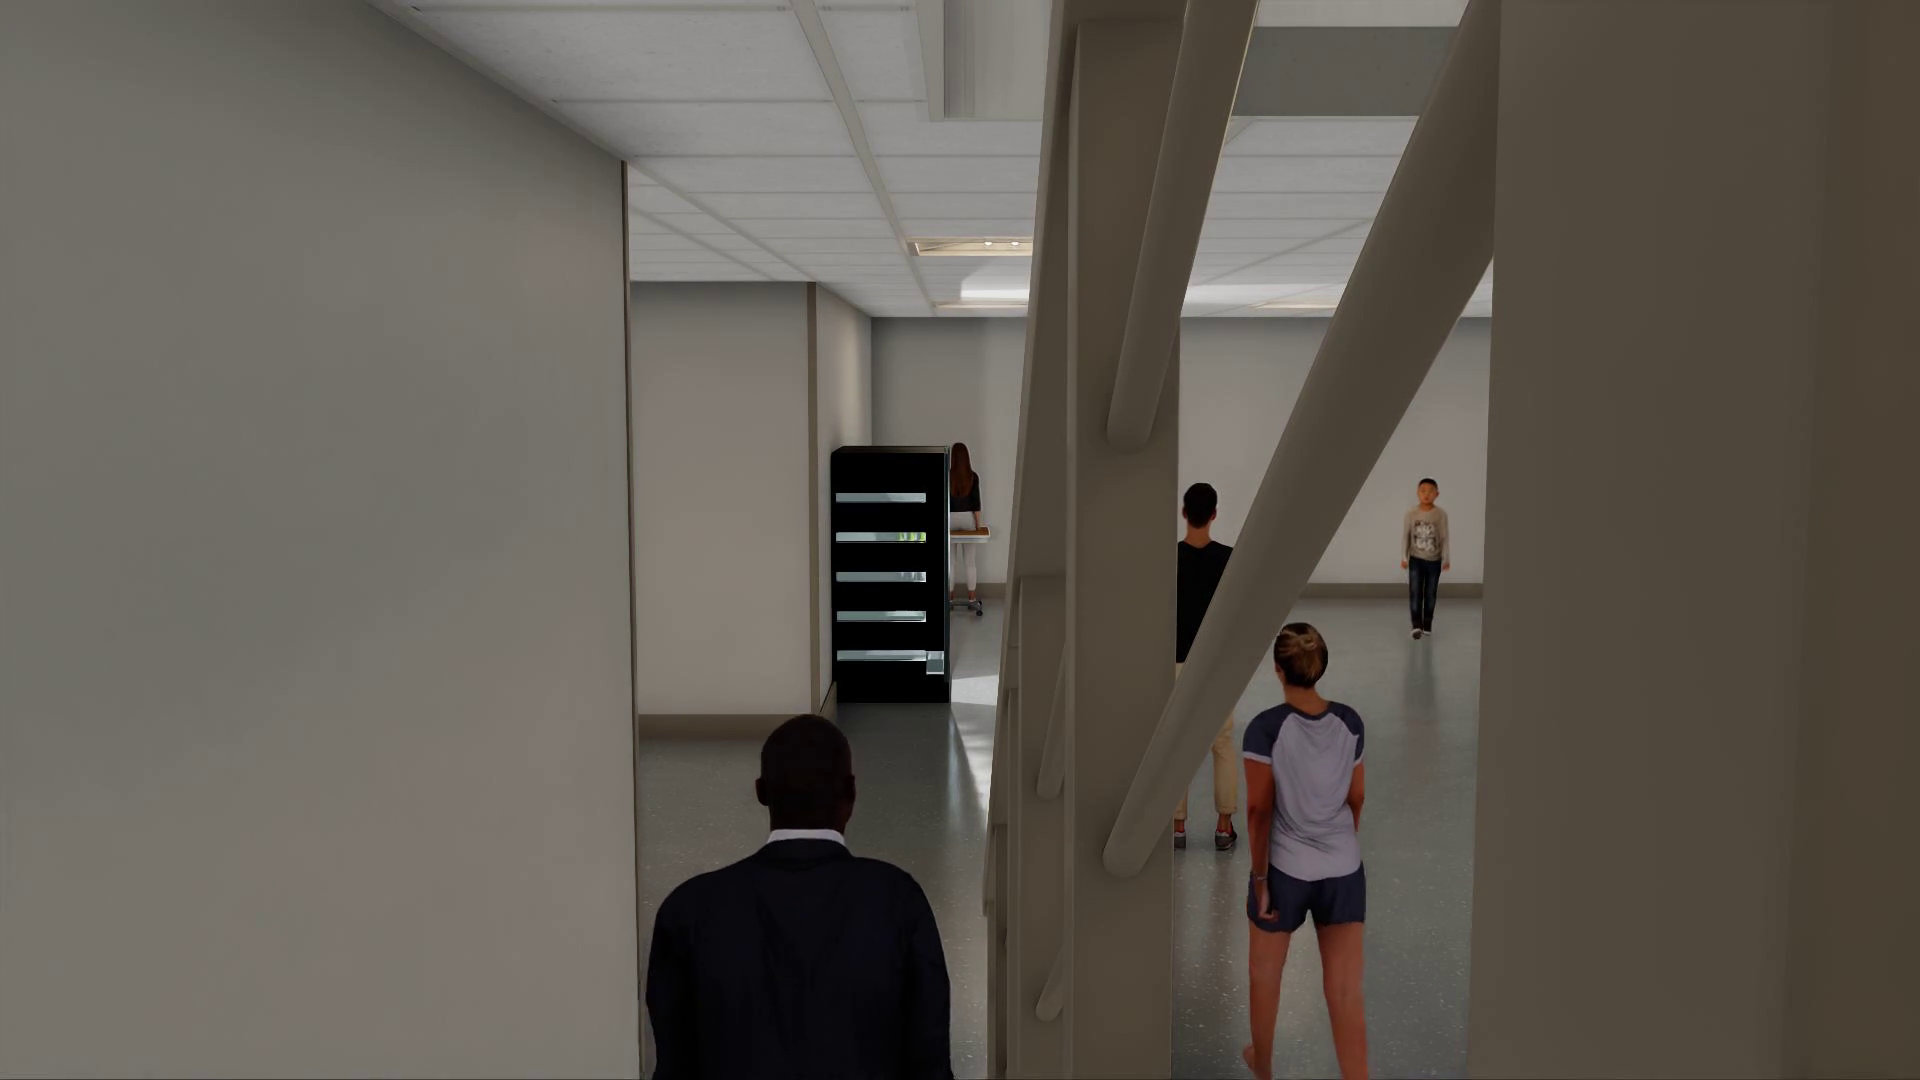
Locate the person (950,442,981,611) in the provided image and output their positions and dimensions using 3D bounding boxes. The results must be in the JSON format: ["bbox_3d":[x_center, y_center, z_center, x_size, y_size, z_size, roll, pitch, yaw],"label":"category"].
[{"bbox_3d":[-0.008,-0.147,16.953,0.585,1.703,0.511,0,6,2],"label":"person"}]

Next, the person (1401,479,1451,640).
[{"bbox_3d":[4.215,0.184,15.033,0.739,1.430,1.039,2,6,15],"label":"person"}]

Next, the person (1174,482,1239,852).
[{"bbox_3d":[1.203,0.633,8.426,0.627,1.858,0.519,0,6,2],"label":"person"}]

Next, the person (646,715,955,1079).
[{"bbox_3d":[-0.276,1.226,2.861,0.702,1.792,0.681,0,6,-2],"label":"person"}]

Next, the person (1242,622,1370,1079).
[{"bbox_3d":[1.126,1.092,5.226,0.631,1.585,1.047,-1,6,-5],"label":"person"}]
